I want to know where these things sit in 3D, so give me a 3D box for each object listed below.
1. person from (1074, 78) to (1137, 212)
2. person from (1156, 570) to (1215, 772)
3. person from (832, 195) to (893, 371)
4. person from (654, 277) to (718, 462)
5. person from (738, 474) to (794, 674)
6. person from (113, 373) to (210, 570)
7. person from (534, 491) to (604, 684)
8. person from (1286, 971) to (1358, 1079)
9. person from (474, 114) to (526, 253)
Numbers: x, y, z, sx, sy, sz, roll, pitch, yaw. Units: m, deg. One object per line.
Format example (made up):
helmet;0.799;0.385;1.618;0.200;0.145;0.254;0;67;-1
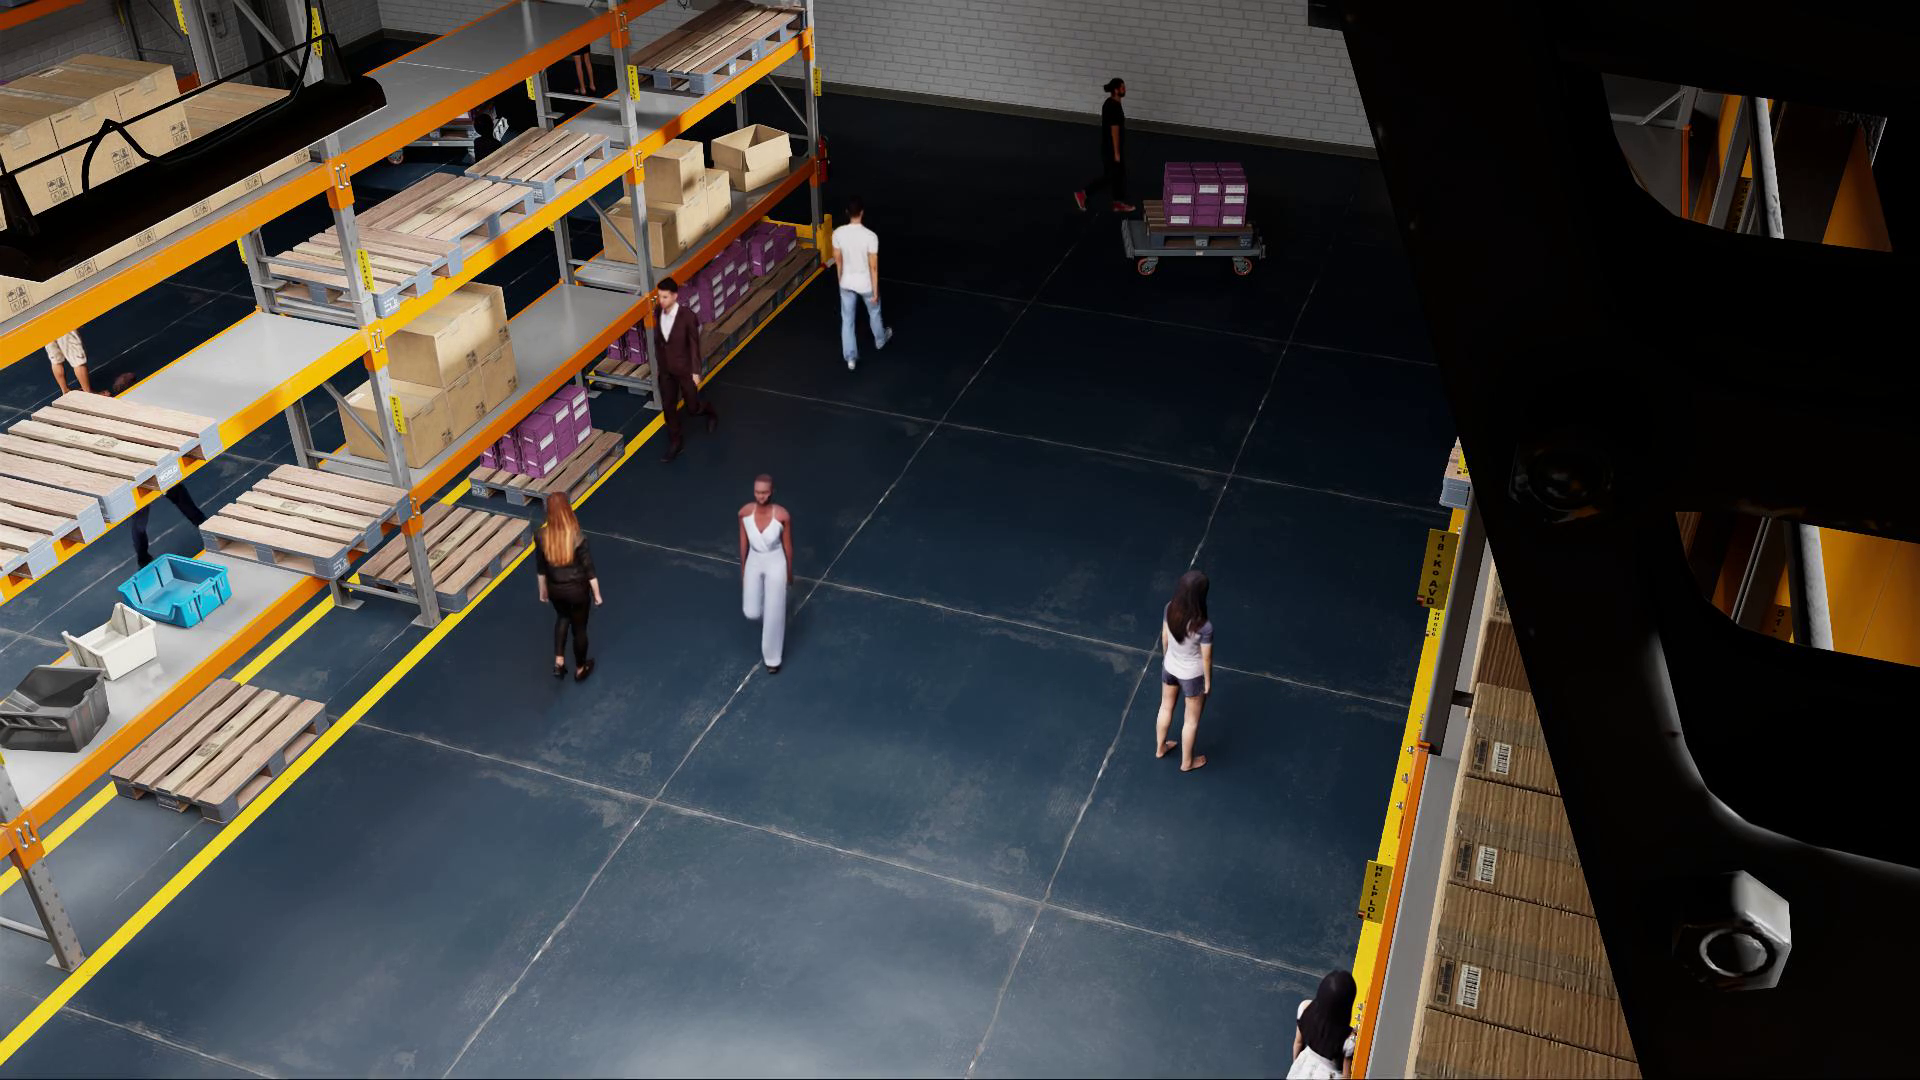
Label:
person;1.840;-4.937;20.981;0.913;1.735;1.065;1;34;1
person;1.645;0.938;12.171;0.658;1.705;0.668;-28;43;-36
person;-1.105;-2.652;17.463;0.720;1.826;1.046;10;35;14
person;-2.666;-1.688;15.998;0.739;1.843;1.053;15;36;21
person;-1.512;0.210;13.207;0.683;1.771;0.836;5;34;7
person;-7.056;-0.527;14.283;0.730;1.807;1.155;14;36;20
person;-3.087;0.439;12.926;0.655;1.701;0.686;8;34;12
person;1.948;2.999;9.013;0.802;1.769;0.777;-24;41;-32
person;-5.614;-4.310;20.070;0.588;1.702;0.558;8;34;11
